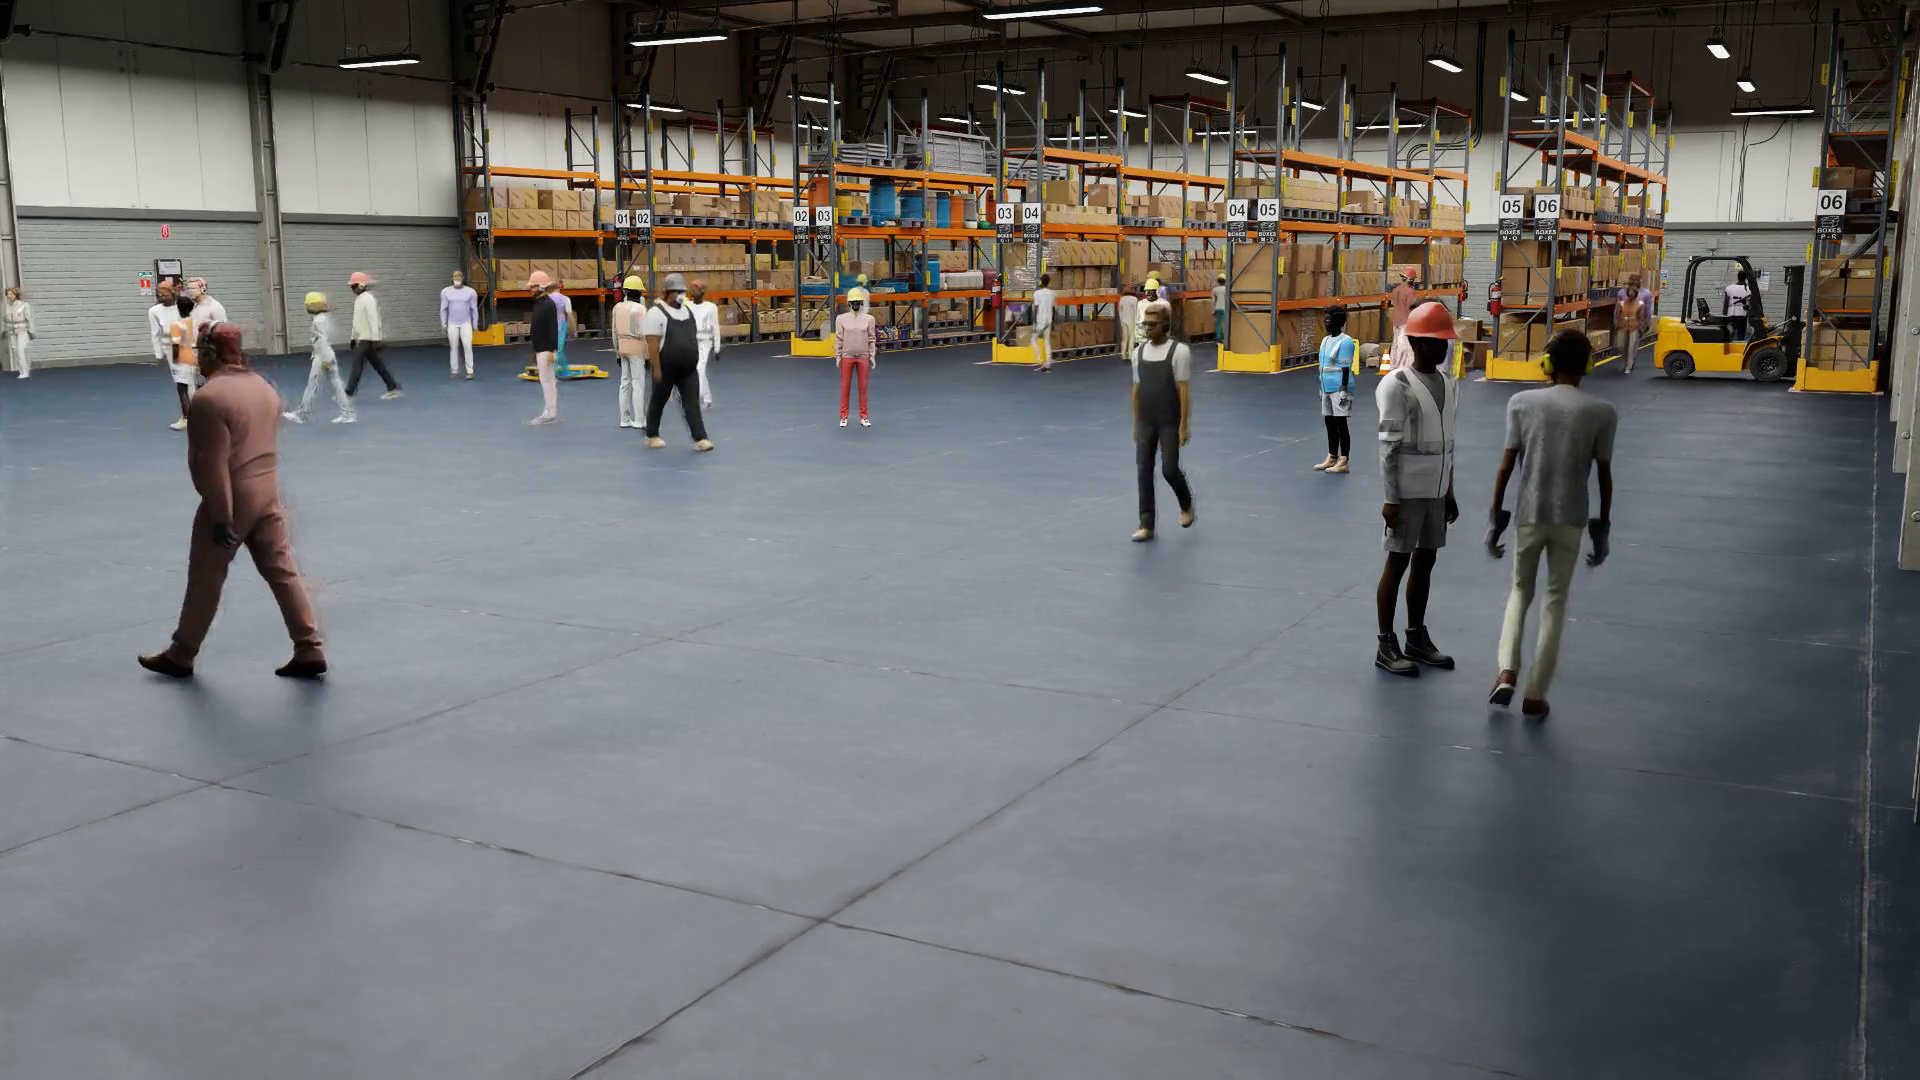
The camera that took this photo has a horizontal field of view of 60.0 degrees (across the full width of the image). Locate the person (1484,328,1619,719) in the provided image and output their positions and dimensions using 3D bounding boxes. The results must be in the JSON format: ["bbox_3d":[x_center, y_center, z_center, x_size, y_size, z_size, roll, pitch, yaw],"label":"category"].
[{"bbox_3d":[2.782,-0.073,7.847,0.550,1.836,0.451,5,11,26],"label":"person"}]

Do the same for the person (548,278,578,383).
[{"bbox_3d":[-6.872,-3.604,28.681,0.610,1.777,0.995,4,11,24],"label":"person"}]

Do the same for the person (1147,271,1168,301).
[{"bbox_3d":[4.217,-4.771,35.283,0.955,1.881,0.612,-5,11,-26],"label":"person"}]

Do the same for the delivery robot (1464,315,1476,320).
[{"bbox_3d":[13.861,-5.915,45.540,0.707,0.478,0.477,-2,10,-9],"label":"delivery robot"}]

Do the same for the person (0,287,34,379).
[{"bbox_3d":[-16.676,-3.637,29.350,0.538,1.615,0.558,1,10,6],"label":"person"}]

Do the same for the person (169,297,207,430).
[{"bbox_3d":[-9.753,-2.225,21.011,0.333,1.678,0.672,4,10,21],"label":"person"}]

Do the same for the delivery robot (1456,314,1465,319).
[{"bbox_3d":[13.915,-6.012,46.109,0.477,0.478,0.707,-3,10,-15],"label":"delivery robot"}]

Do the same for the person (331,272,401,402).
[{"bbox_3d":[-8.943,-3.049,25.000,1.044,1.942,0.644,-6,12,-33],"label":"person"}]

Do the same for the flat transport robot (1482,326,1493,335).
[{"bbox_3d":[14.629,-5.759,45.732,0.652,0.197,1.431,0,10,-1],"label":"flat transport robot"}]

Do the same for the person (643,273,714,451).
[{"bbox_3d":[-3.216,-2.021,18.673,1.046,2.000,0.692,9,13,43],"label":"person"}]

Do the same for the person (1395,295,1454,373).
[{"bbox_3d":[4.103,-1.271,14.882,0.435,1.832,0.648,-5,11,-28],"label":"person"}]

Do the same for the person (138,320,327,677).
[{"bbox_3d":[-3.745,-0.198,8.552,1.024,1.846,0.659,2,10,12],"label":"person"}]

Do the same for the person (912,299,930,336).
[{"bbox_3d":[-1.031,-6.165,44.264,0.510,1.587,0.889,3,10,15],"label":"person"}]

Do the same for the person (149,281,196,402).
[{"bbox_3d":[-10.231,-2.450,21.729,0.617,1.852,0.658,-1,10,-7],"label":"person"}]

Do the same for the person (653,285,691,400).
[{"bbox_3d":[-4.380,-3.055,25.309,0.629,1.842,0.429,-6,11,-31],"label":"person"}]

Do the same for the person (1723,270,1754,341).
[{"bbox_3d":[15.829,-4.525,33.765,0.592,1.889,0.842,6,11,32],"label":"person"}]

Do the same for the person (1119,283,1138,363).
[{"bbox_3d":[3.452,-4.420,33.920,0.275,1.633,0.504,-8,13,-39],"label":"person"}]

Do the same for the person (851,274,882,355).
[{"bbox_3d":[-2.150,-4.883,36.204,0.611,1.779,0.976,9,13,42],"label":"person"}]

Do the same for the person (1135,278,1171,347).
[{"bbox_3d":[2.936,-3.085,25.512,0.591,1.833,0.403,6,11,32],"label":"person"}]

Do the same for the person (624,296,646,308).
[{"bbox_3d":[-6.715,-4.511,34.440,0.509,1.632,0.266,3,10,19],"label":"person"}]

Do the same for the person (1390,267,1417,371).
[{"bbox_3d":[7.856,-3.820,29.370,0.402,1.989,0.615,-3,10,-18],"label":"person"}]

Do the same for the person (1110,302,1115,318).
[{"bbox_3d":[4.354,-6.522,45.596,0.734,1.852,0.517,-8,13,-40],"label":"person"}]

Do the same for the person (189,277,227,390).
[{"bbox_3d":[-9.618,-2.377,21.148,0.643,1.908,0.399,5,11,25],"label":"person"}]

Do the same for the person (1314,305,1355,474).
[{"bbox_3d":[3.772,-1.513,16.729,0.321,1.689,0.530,-3,10,-18],"label":"person"}]

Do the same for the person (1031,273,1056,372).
[{"bbox_3d":[1.538,-4.071,31.238,0.553,1.848,0.598,-6,11,-30],"label":"person"}]

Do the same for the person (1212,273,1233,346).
[{"bbox_3d":[6.346,-5.551,40.167,0.571,1.758,0.362,7,12,35],"label":"person"}]

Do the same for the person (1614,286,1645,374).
[{"bbox_3d":[12.391,-3.890,30.793,0.534,1.626,0.364,6,12,33],"label":"person"}]

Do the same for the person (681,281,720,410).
[{"bbox_3d":[-3.671,-2.690,23.215,0.582,1.826,1.024,4,10,20],"label":"person"}]

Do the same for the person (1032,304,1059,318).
[{"bbox_3d":[1.935,-5.213,37.685,0.628,1.932,0.365,0,10,0],"label":"person"}]

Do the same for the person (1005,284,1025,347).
[{"bbox_3d":[1.297,-5.470,39.312,0.556,1.895,0.972,5,11,28],"label":"person"}]

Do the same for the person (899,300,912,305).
[{"bbox_3d":[-1.549,-7.612,51.696,0.619,1.941,0.686,5,11,26],"label":"person"}]

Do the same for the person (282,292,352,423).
[{"bbox_3d":[-8.371,-2.356,21.609,0.882,1.693,0.504,-2,10,-11],"label":"person"}]

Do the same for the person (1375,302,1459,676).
[{"bbox_3d":[2.413,-0.267,8.701,0.544,1.939,0.354,-7,12,-35],"label":"person"}]

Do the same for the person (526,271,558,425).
[{"bbox_3d":[-5.408,-2.496,21.606,0.383,1.996,0.615,-6,11,-29],"label":"person"}]

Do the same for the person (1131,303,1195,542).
[{"bbox_3d":[1.563,-0.907,12.786,0.523,1.824,0.635,7,12,34],"label":"person"}]

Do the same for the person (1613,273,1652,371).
[{"bbox_3d":[12.899,-4.194,31.913,0.641,1.874,0.947,6,12,33],"label":"person"}]

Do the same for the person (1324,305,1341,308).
[{"bbox_3d":[9.590,-5.890,42.548,0.516,1.626,0.362,0,10,2],"label":"person"}]

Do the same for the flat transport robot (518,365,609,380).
[{"bbox_3d":[-7.021,-2.976,29.435,1.431,0.197,0.652,-6,12,-33],"label":"flat transport robot"}]

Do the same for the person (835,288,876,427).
[{"bbox_3d":[-1.333,-2.325,21.256,0.524,1.769,0.314,-2,10,-11],"label":"person"}]

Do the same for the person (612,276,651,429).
[{"bbox_3d":[-4.121,-2.366,21.029,0.595,1.923,0.379,7,12,37],"label":"person"}]

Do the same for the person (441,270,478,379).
[{"bbox_3d":[-8.852,-3.805,29.425,0.636,1.938,0.356,-2,10,-9],"label":"person"}]
